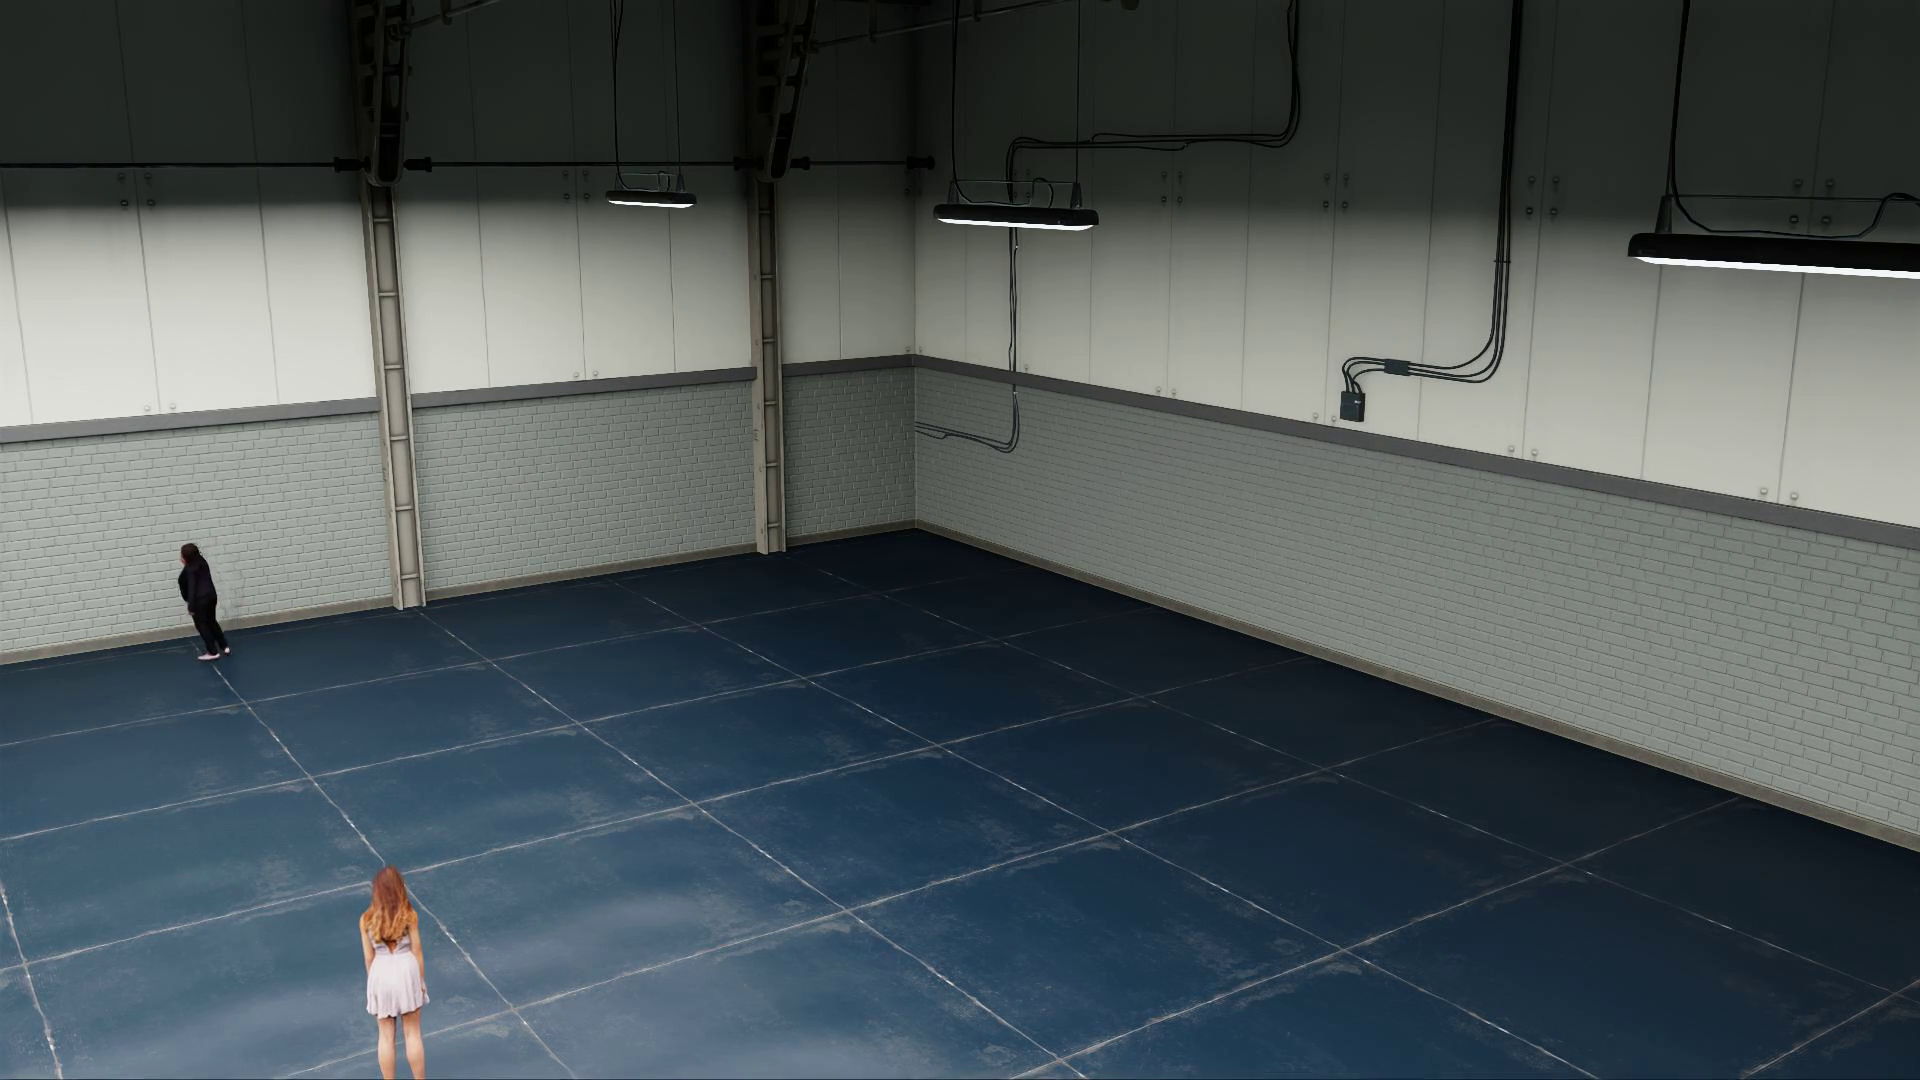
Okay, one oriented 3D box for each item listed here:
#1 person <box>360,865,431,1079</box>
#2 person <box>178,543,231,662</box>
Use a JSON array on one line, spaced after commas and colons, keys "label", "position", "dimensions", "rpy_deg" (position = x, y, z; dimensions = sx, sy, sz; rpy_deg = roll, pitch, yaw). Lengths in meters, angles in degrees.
[{"label": "person", "position": [-3.848, 3.059, 11.346], "dimensions": [0.639, 1.770, 0.722], "rpy_deg": [-2, 13, -9]}, {"label": "person", "position": [-9.769, 0.794, 21.562], "dimensions": [0.907, 1.572, 0.907], "rpy_deg": [2, 13, 10]}]
